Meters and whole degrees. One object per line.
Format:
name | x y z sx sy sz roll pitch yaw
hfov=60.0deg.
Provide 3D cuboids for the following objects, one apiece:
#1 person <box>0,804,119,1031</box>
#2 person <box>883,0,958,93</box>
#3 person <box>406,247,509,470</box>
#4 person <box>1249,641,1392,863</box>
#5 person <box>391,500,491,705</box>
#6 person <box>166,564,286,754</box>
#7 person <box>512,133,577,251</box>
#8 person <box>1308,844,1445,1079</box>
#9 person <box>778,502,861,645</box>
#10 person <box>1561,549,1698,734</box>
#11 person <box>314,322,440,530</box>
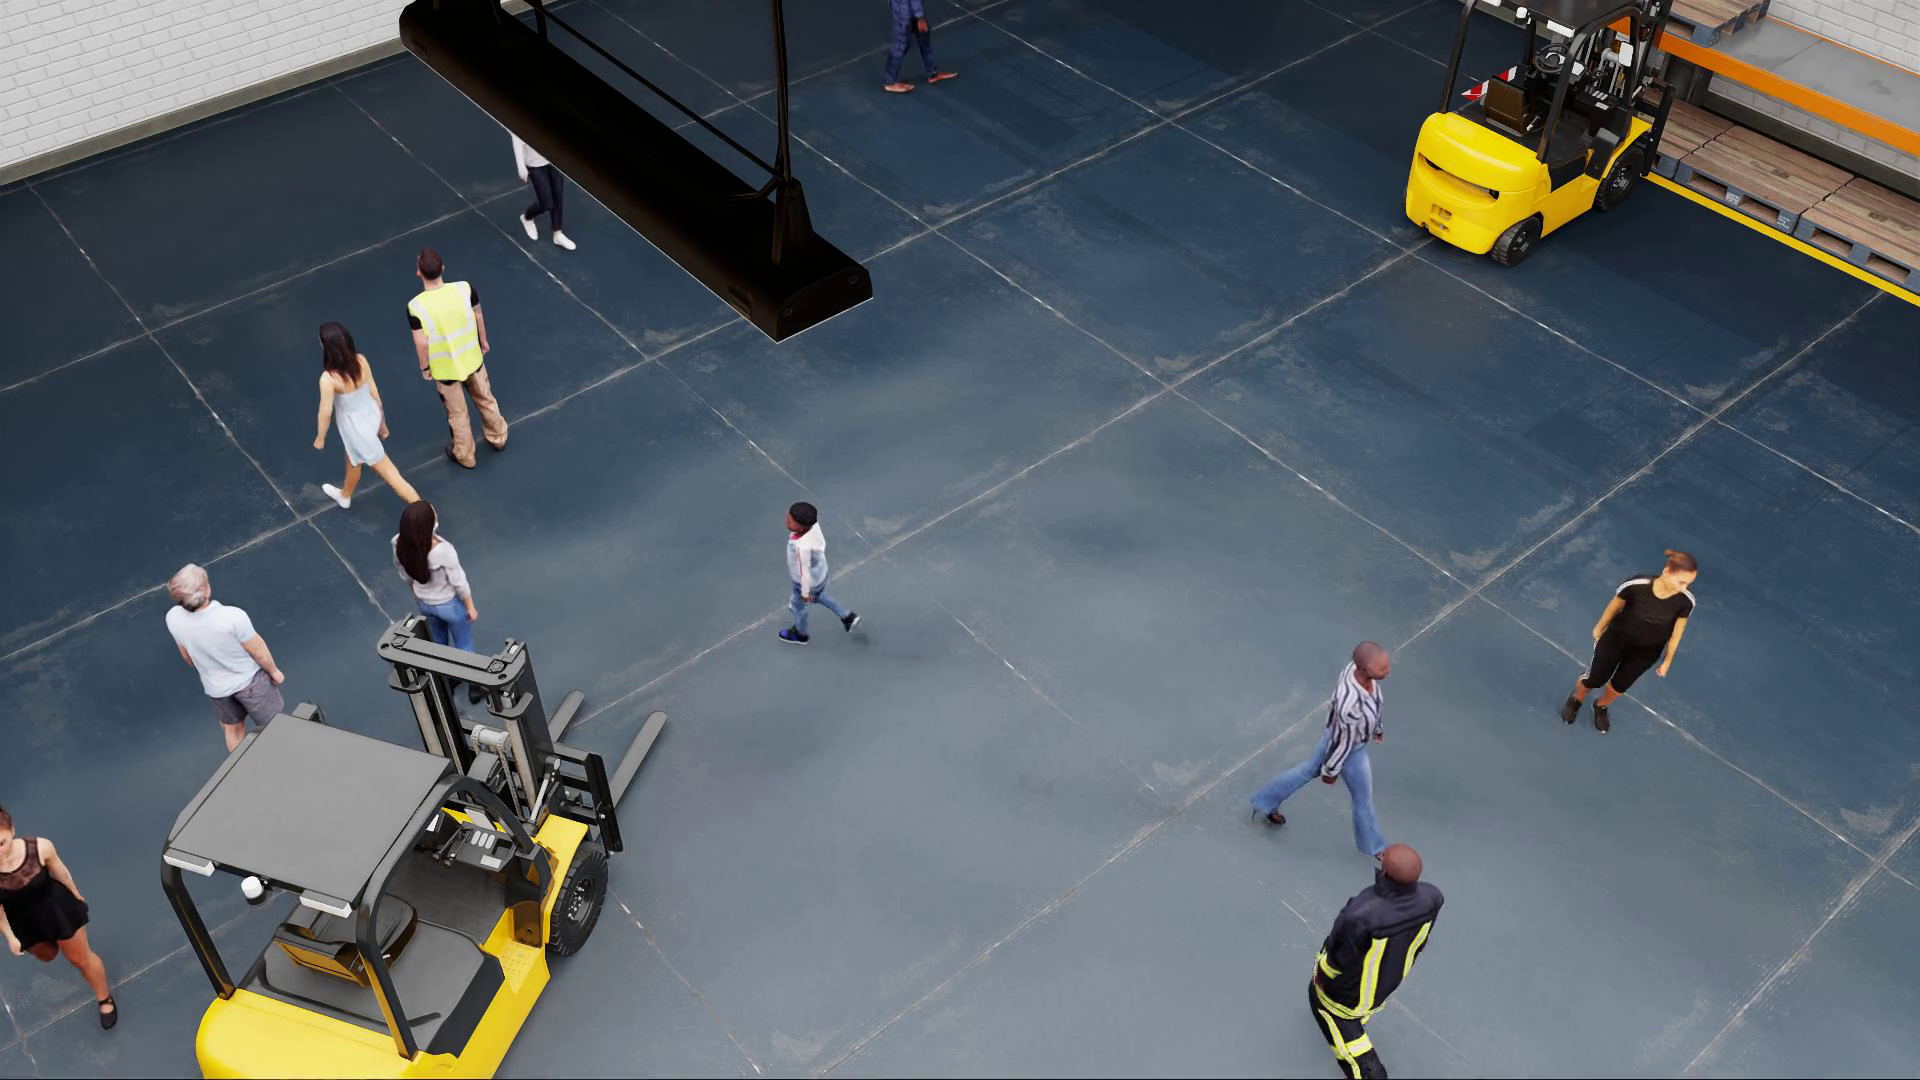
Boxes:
person | -4.882 1.918 8.841 0.725 1.656 0.990 -18 46 -18
person | -0.598 -5.206 16.222 1.085 1.789 1.054 -1 44 -1
person | -3.684 -1.324 12.107 0.674 1.845 0.668 -31 51 -28
person | 2.111 1.173 9.556 1.255 1.747 1.075 12 45 12
person | -3.263 0.398 10.454 0.625 1.631 0.742 13 45 14
person | -4.299 0.837 9.848 0.733 1.832 0.774 0 44 0
person | -3.642 -3.269 14.259 0.811 1.693 0.728 24 48 23
person | 2.107 2.188 8.445 0.910 1.811 1.076 -16 46 -16
person | -0.945 0.220 10.919 0.841 1.247 0.742 8 44 8
person | 4.123 0.587 10.255 0.716 1.633 0.804 22 48 22
person | -4.080 -0.714 11.599 1.251 1.662 1.029 11 45 11
